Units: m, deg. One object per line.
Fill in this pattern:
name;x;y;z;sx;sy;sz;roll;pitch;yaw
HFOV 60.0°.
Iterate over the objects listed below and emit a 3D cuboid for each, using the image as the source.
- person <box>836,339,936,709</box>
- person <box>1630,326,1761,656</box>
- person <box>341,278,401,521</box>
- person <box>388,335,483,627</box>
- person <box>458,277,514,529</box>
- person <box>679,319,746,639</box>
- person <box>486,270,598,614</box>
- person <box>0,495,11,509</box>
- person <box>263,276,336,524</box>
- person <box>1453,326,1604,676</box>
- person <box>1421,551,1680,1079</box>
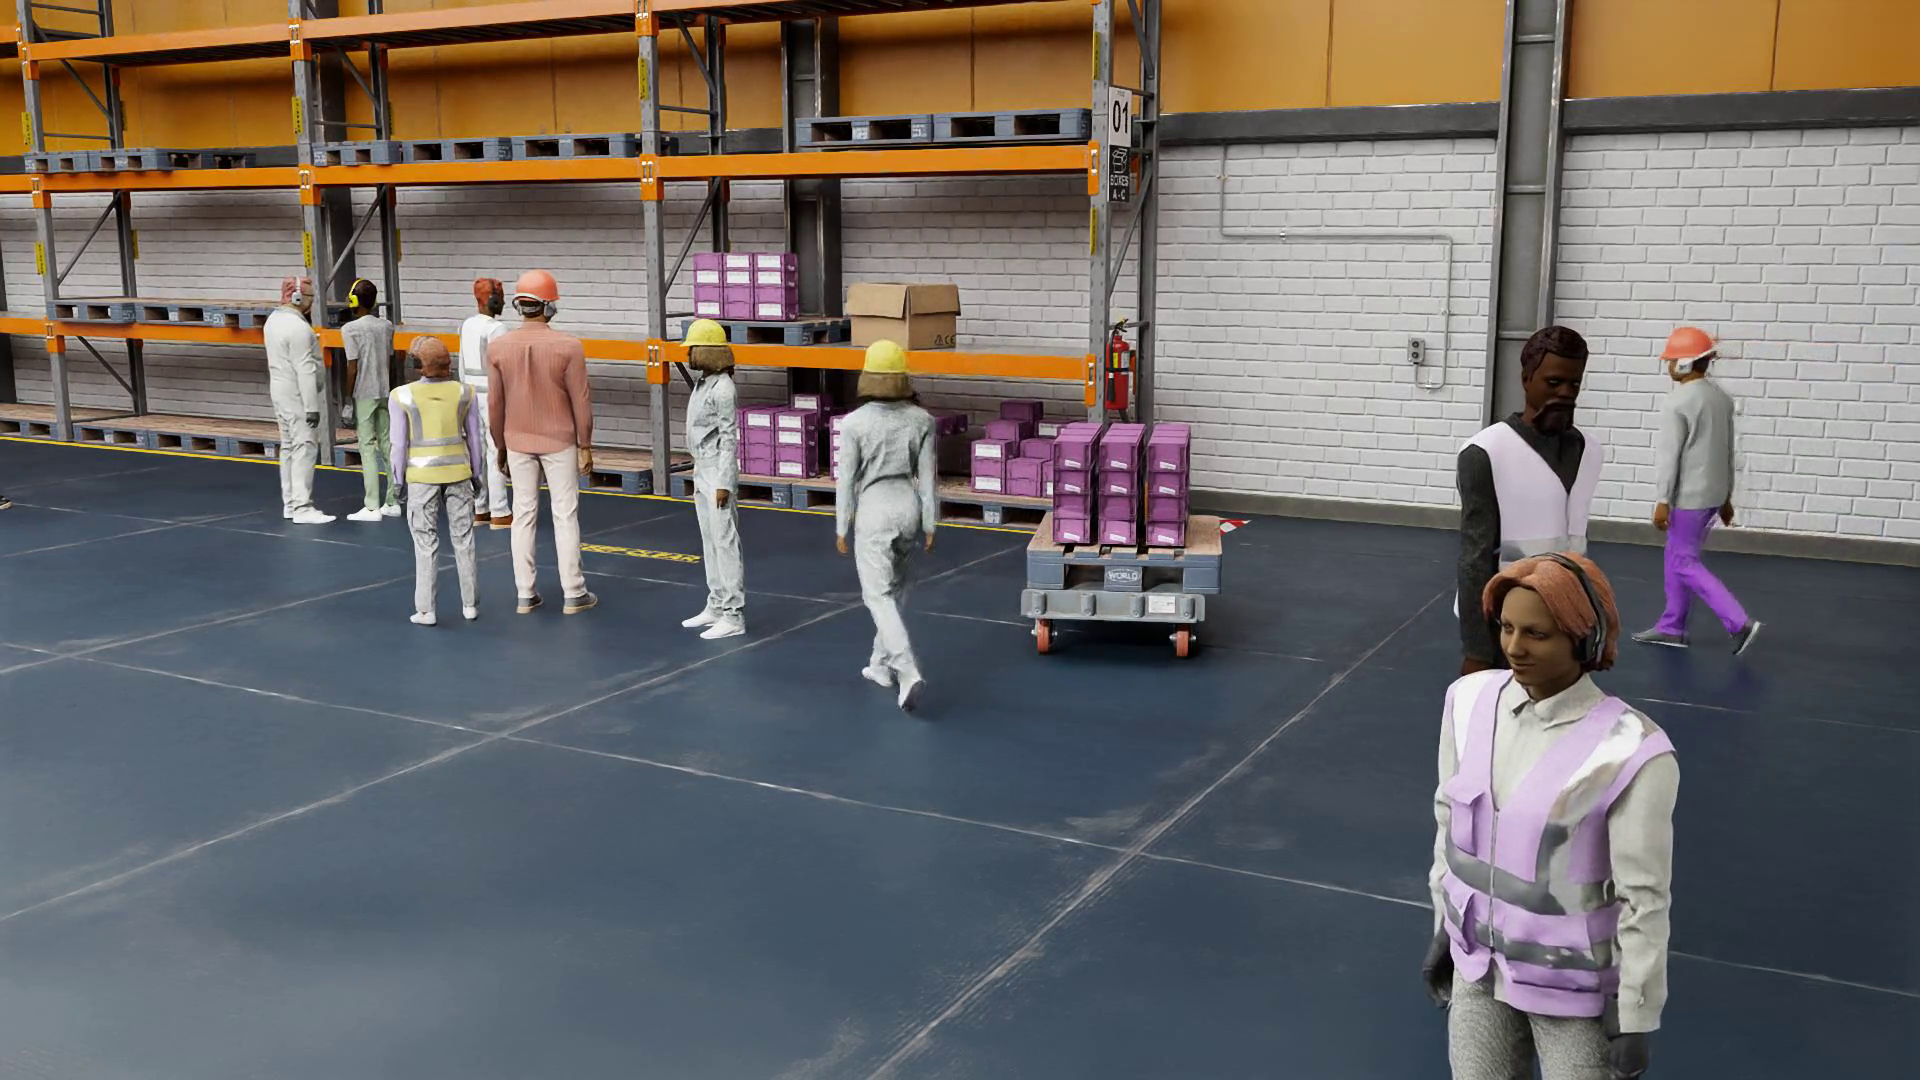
person;-0.319;-0.085;7.835;0.498;1.715;0.822;-5;12;-26
person;3.893;-0.243;8.656;0.576;1.729;0.691;-9;14;-41
person;-4.572;-1.080;12.864;0.328;1.872;0.511;5;11;25
person;-2.939;-0.331;9.373;0.521;1.645;0.306;-7;12;-33
person;-3.534;-1.022;12.513;0.585;1.879;0.337;9;14;42
person;-1.370;-0.336;9.130;0.295;1.743;0.493;-5;11;-26
person;-2.420;-0.560;9.664;0.608;1.996;0.380;1;10;6
person;-7.958;-1.222;13.377;0.367;1.966;0.607;-7;13;-35
person;-5.042;-1.064;12.715;0.400;1.894;0.658;-9;13;-39
person;1.777;0.284;5.262;0.590;1.916;0.399;-7;12;-33
person;1.075;0.822;3.091;0.313;1.633;0.517;-6;12;-28
